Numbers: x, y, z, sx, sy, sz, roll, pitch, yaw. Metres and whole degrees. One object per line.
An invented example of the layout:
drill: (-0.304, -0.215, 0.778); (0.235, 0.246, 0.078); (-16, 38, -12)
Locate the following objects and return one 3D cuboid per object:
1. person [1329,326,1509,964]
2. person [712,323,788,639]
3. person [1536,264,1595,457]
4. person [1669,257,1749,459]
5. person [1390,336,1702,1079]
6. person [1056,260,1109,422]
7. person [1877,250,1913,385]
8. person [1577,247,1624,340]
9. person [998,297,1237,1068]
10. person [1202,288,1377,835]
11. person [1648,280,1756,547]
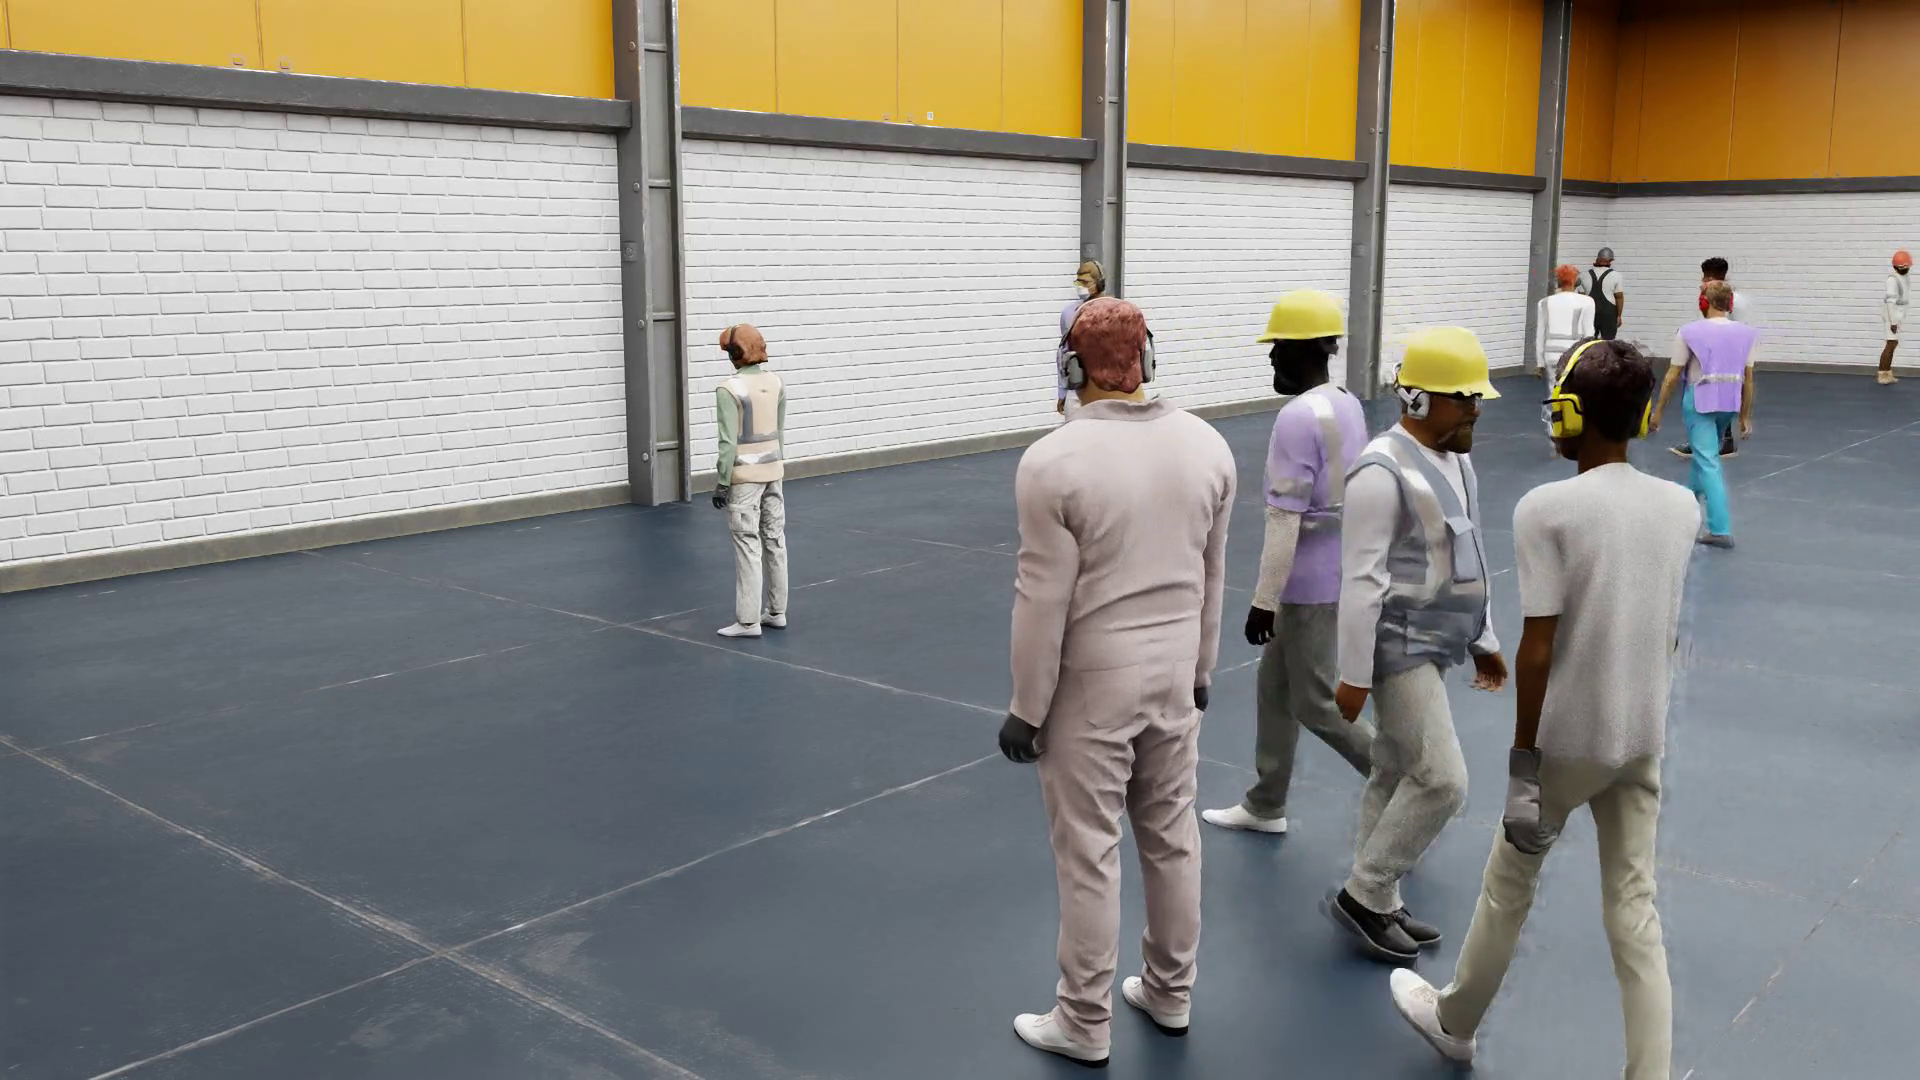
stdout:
person: (1.303, 0.305, 4.713); (0.451, 1.807, 0.588); (6, 12, 32)
person: (-1.087, -0.305, 8.661); (0.310, 1.640, 0.514); (6, 12, 31)
person: (5.860, -1.727, 16.095); (0.423, 1.870, 0.601); (-10, 14, -44)
person: (7.105, -1.718, 15.863); (0.959, 1.920, 0.617); (-3, 10, -15)
person: (1.383, 0.457, 3.806); (0.544, 1.812, 0.936); (-3, 10, -16)
person: (0.969, -1.058, 12.098); (0.635, 1.936, 0.353); (8, 13, 39)
person: (13.914, -3.284, 24.665); (0.778, 1.995, 0.397); (-9, 14, -43)
person: (9.900, -3.487, 25.637); (0.688, 2.000, 0.536); (9, 13, 42)
person: (0.369, 0.355, 4.157); (0.636, 1.903, 0.404); (-6, 12, -32)
person: (1.236, 0.126, 5.486); (0.824, 1.900, 0.591); (5, 11, 24)
person: (5.120, -0.889, 11.524); (0.598, 1.794, 0.956); (-2, 10, -13)
